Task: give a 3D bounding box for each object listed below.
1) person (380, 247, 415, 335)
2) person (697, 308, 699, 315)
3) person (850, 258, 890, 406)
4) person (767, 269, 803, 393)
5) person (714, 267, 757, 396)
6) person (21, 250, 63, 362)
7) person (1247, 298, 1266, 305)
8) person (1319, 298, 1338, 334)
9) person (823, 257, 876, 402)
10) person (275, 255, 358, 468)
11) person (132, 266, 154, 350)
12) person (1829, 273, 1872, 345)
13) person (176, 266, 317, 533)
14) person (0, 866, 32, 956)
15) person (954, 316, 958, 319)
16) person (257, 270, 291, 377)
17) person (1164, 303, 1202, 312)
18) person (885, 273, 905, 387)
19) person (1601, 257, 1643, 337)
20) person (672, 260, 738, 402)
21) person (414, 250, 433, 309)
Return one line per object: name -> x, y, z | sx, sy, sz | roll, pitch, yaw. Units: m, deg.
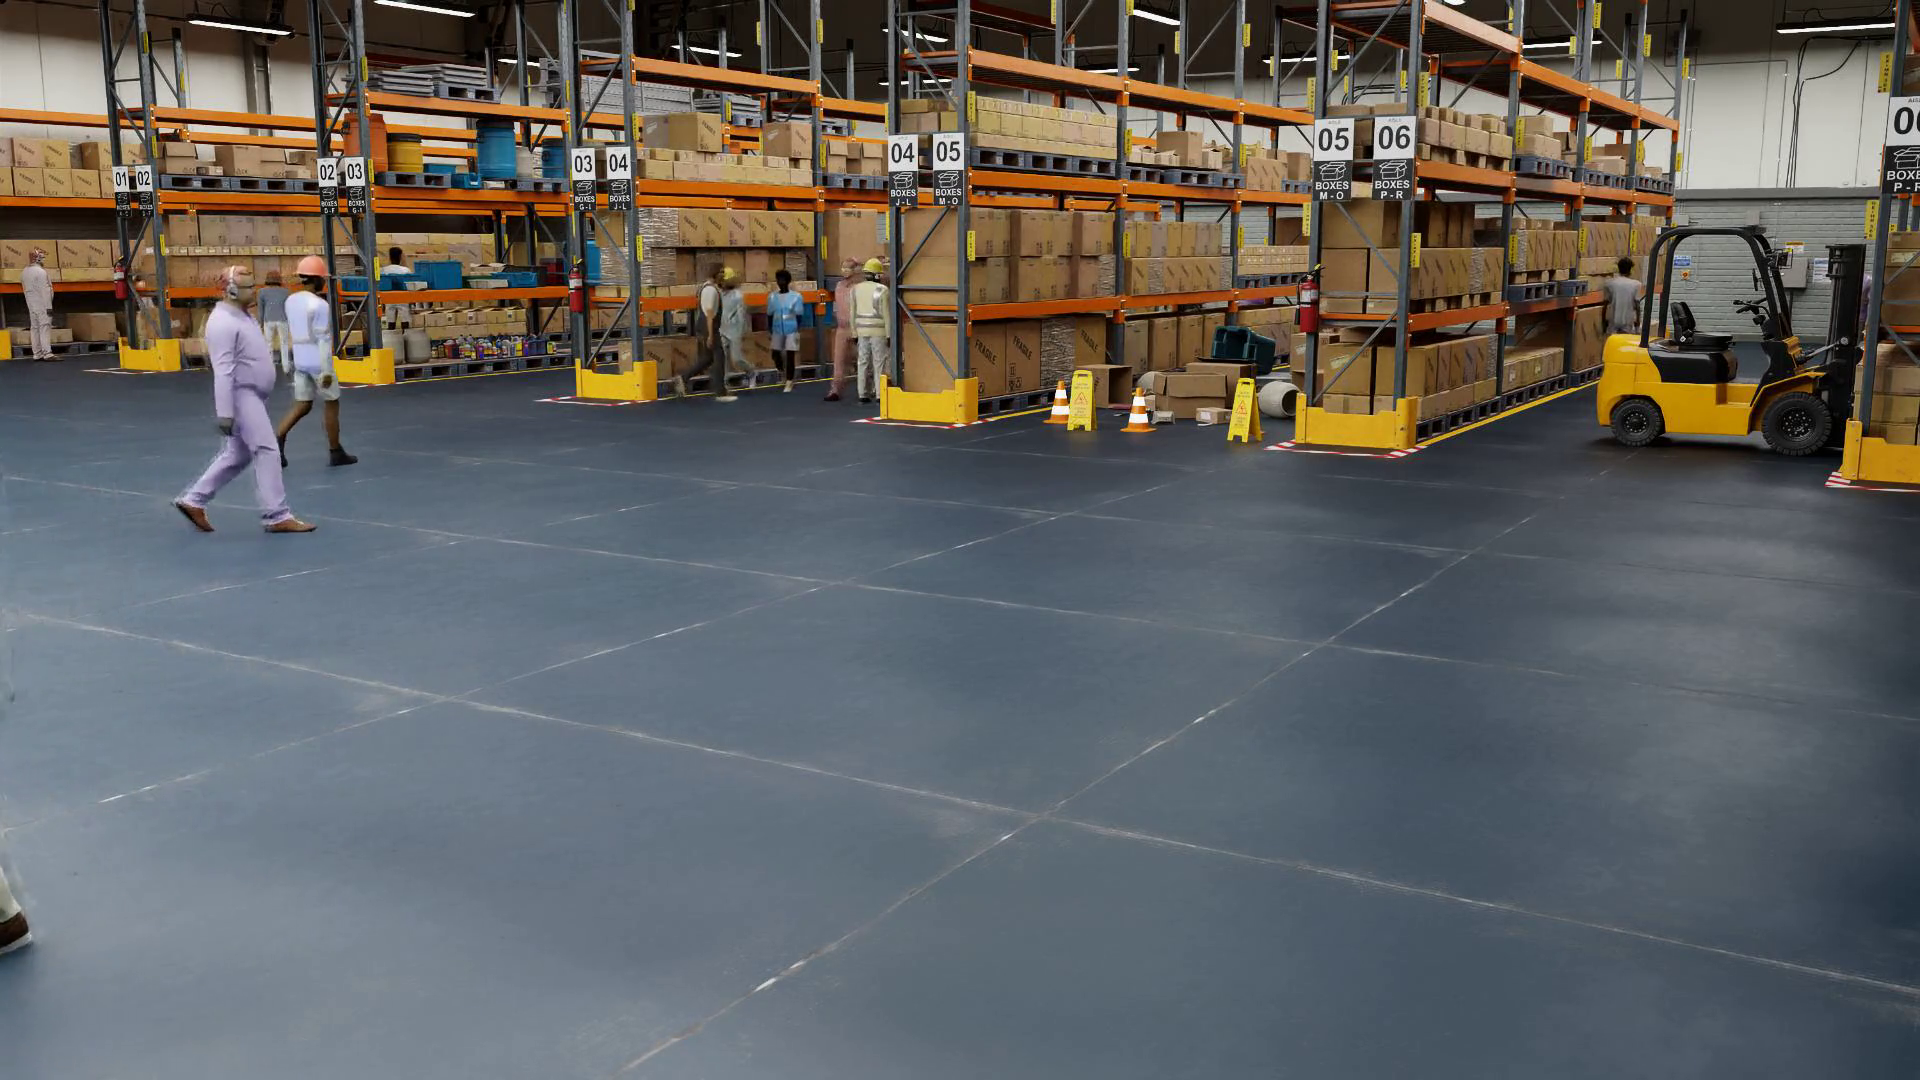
person -> -9.907, -4.176, 29.288 | 0.614, 1.963, 0.362 | 0, 10, 2
person -> -3.689, -3.442, 25.288 | 0.625, 1.931, 0.368 | 0, 10, 0
person -> -1.088, -2.597, 20.820 | 0.600, 1.829, 0.404 | 6, 12, 30
person -> -2.357, -2.821, 22.507 | 0.531, 1.677, 0.429 | 2, 10, 11
person -> -3.020, -2.780, 22.163 | 0.488, 1.726, 0.610 | 7, 12, 33
person -> -15.732, -4.001, 28.478 | 0.641, 1.909, 0.409 | 6, 12, 31
person -> 5.676, -4.522, 31.454 | 0.567, 1.882, 0.978 | 7, 12, 34
person -> 5.176, -3.140, 23.730 | 0.560, 1.887, 0.969 | 8, 13, 36
person -> -1.351, -2.732, 21.538 | 0.651, 1.859, 1.035 | 8, 13, 36
person -> -5.845, -1.584, 14.911 | 0.549, 1.917, 0.808 | 5, 11, 28
person -> -14.847, -4.166, 30.242 | 0.715, 1.598, 0.517 | -9, 14, -42
person -> 12.773, -3.178, 23.851 | 0.581, 1.919, 0.390 | 5, 11, 28
person -> -5.035, -0.964, 11.556 | 0.897, 1.873, 0.649 | -2, 10, -12
person -> -2.922, 0.351, 4.319 | 0.550, 1.823, 0.944 | 6, 12, 30
person -> 0.170, -3.021, 22.639 | 0.606, 2.035, 0.403 | 6, 12, 30
person -> -10.368, -3.277, 25.209 | 0.498, 1.625, 0.274 | -4, 11, -20
person -> 4.090, -4.390, 30.715 | 0.625, 1.871, 0.969 | 7, 12, 35
person -> -0.913, -2.925, 23.238 | 0.373, 1.629, 0.519 | -9, 14, -42
person -> 9.094, -2.957, 22.860 | 0.553, 1.818, 0.957 | 6, 12, 30
person -> -3.246, -2.635, 21.093 | 0.761, 1.816, 0.572 | -3, 10, -15
person -> -10.565, -4.746, 32.718 | 0.584, 1.882, 0.347 | 6, 12, 31
